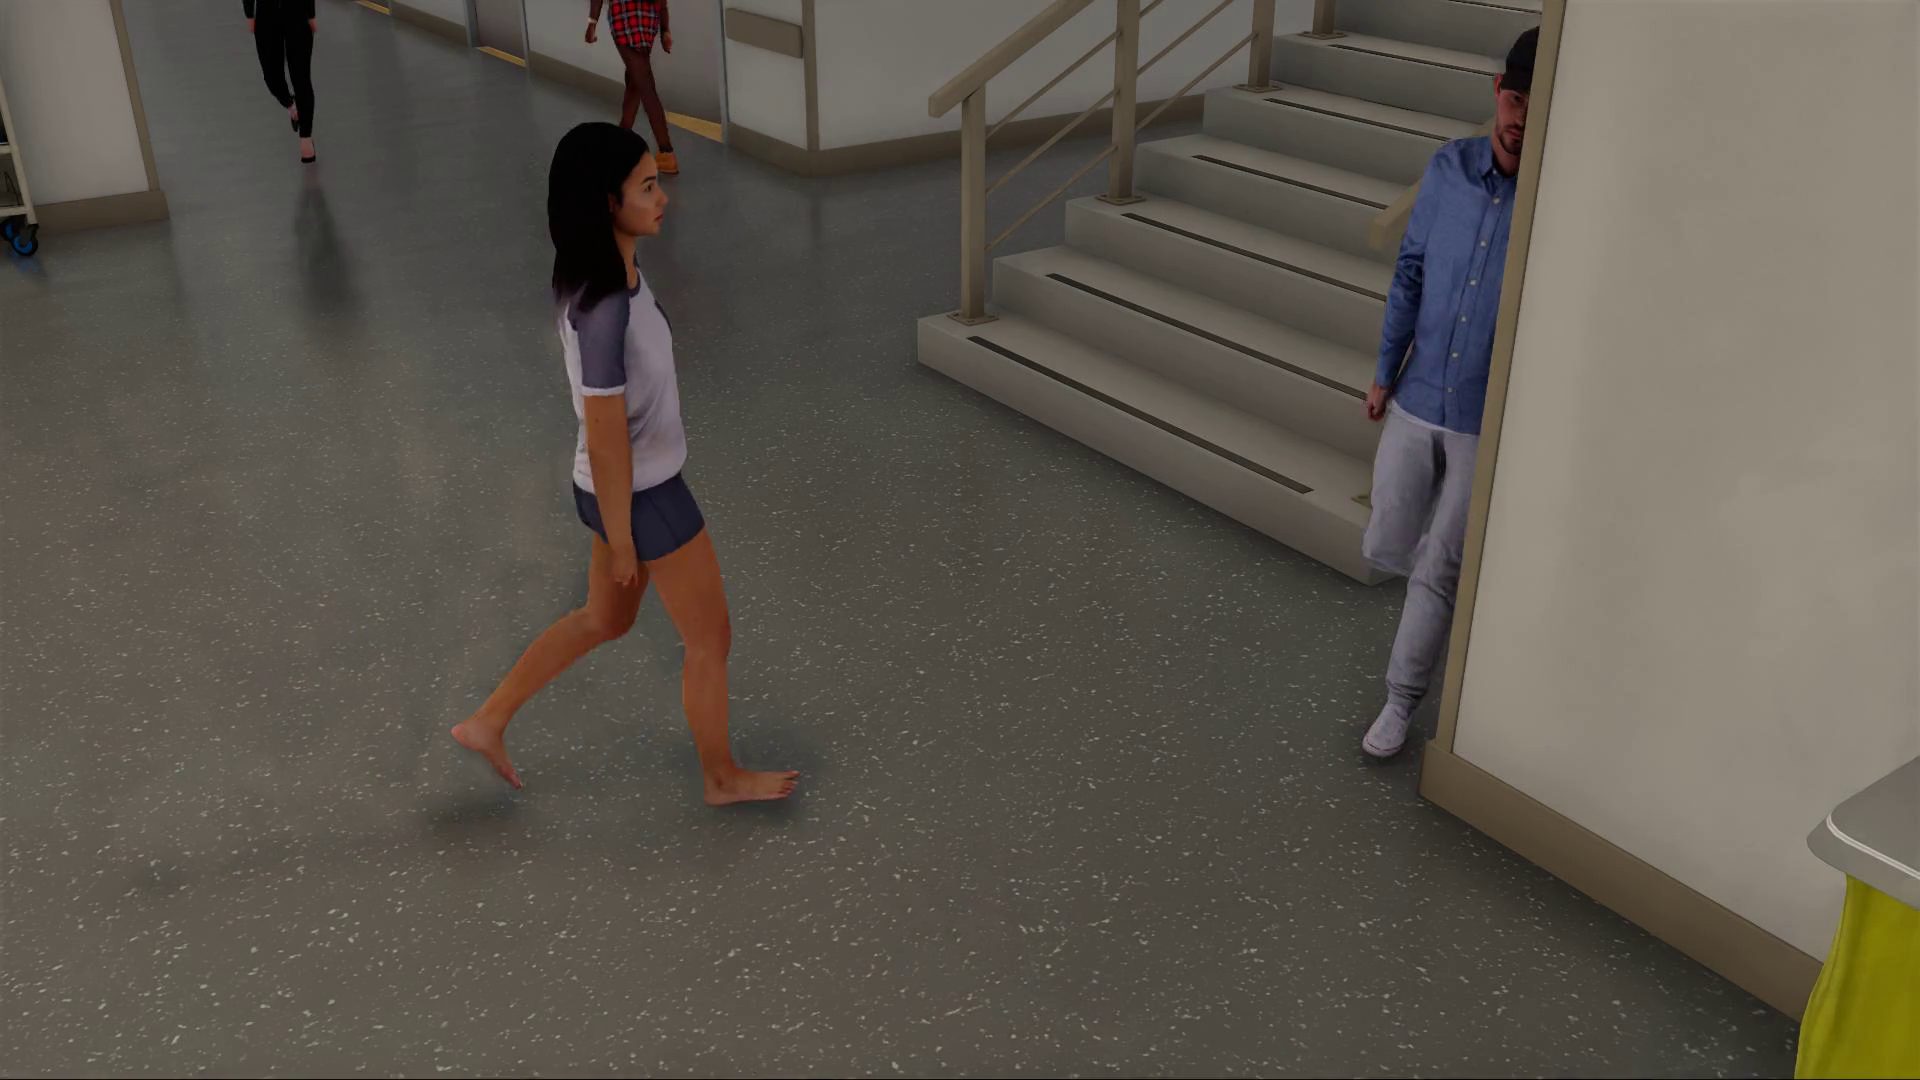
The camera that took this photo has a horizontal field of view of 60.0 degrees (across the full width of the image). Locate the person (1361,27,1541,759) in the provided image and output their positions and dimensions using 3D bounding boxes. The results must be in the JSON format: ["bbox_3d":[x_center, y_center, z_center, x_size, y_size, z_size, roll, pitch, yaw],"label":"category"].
[{"bbox_3d":[1.326,-0.364,4.261,1.046,1.857,0.847,-23,34,-39],"label":"person"}]

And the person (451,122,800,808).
[{"bbox_3d":[-0.843,-0.092,3.868,1.138,1.708,0.847,-6,26,-12],"label":"person"}]

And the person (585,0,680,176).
[{"bbox_3d":[-1.887,-3.045,10.013,0.928,1.689,1.088,15,30,29],"label":"person"}]

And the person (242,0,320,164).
[{"bbox_3d":[-4.219,-3.231,10.385,0.782,1.702,0.790,-6,26,-12],"label":"person"}]
